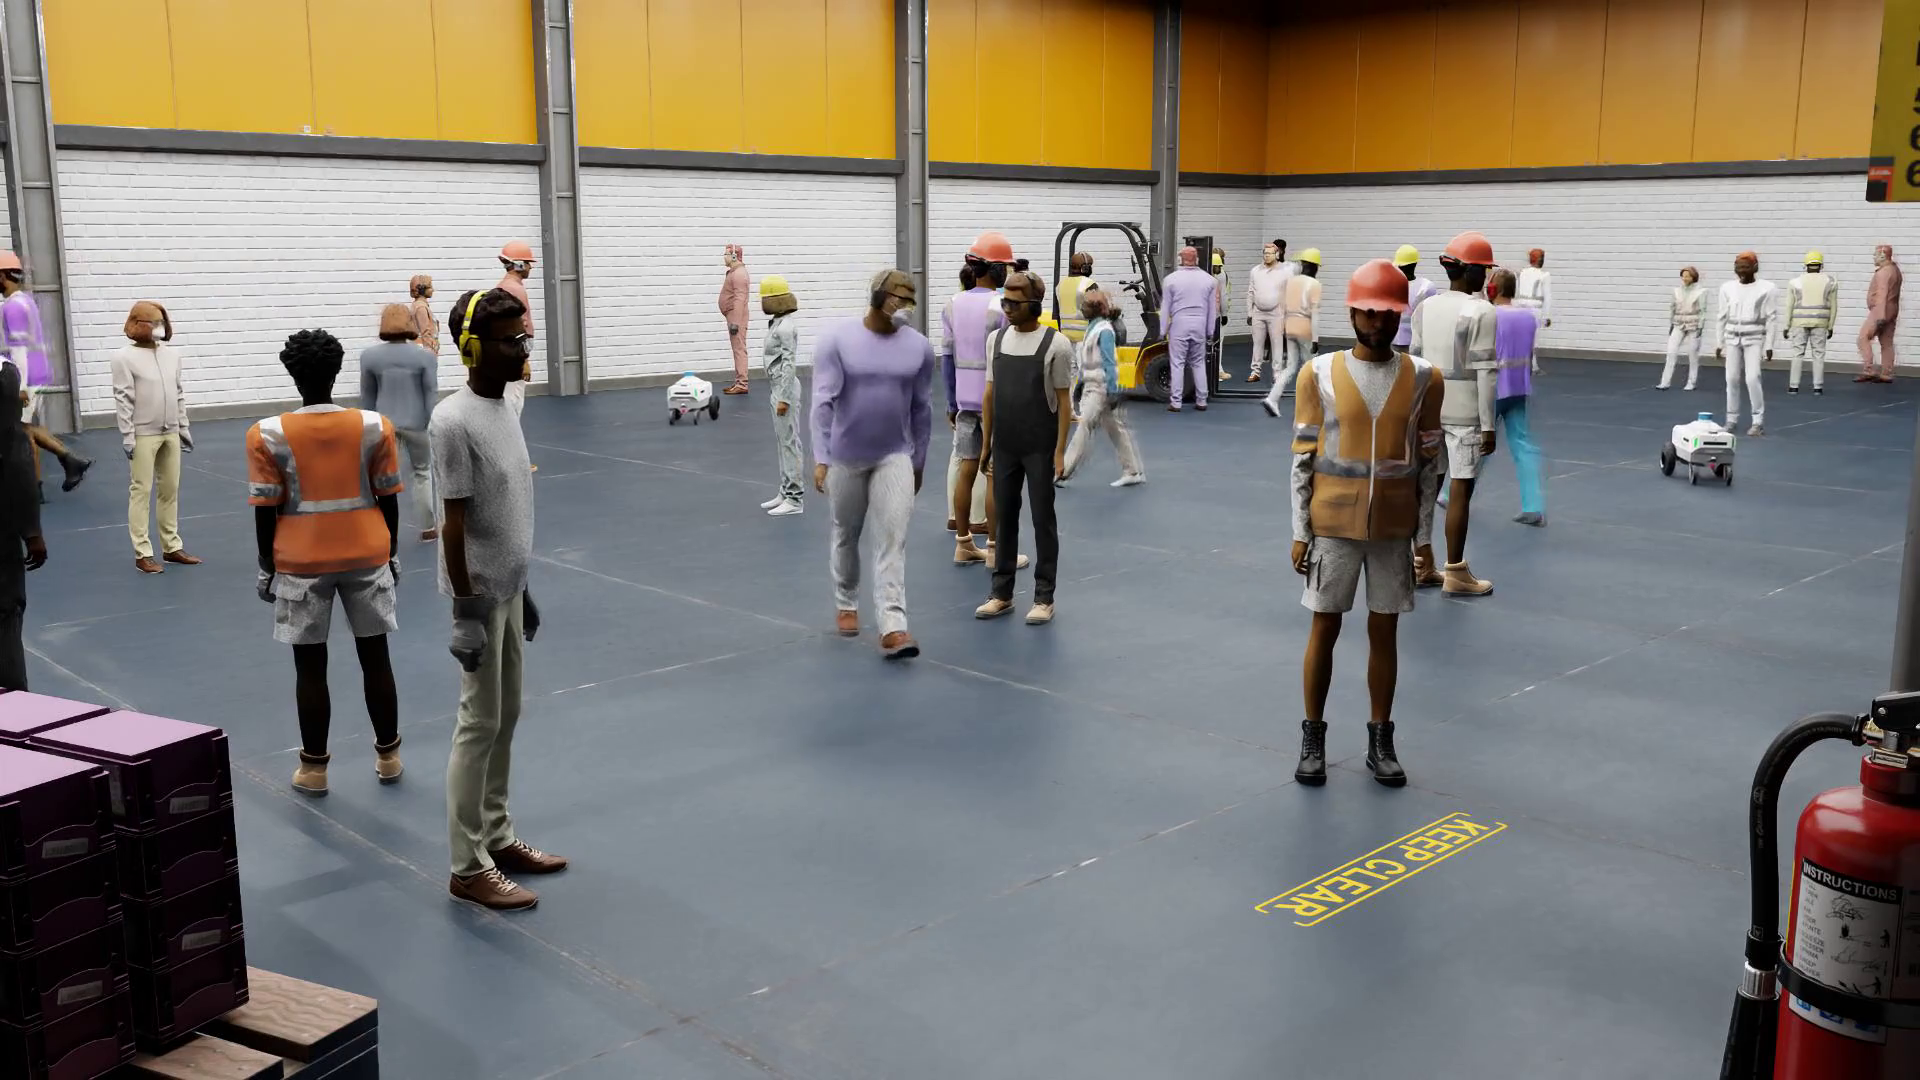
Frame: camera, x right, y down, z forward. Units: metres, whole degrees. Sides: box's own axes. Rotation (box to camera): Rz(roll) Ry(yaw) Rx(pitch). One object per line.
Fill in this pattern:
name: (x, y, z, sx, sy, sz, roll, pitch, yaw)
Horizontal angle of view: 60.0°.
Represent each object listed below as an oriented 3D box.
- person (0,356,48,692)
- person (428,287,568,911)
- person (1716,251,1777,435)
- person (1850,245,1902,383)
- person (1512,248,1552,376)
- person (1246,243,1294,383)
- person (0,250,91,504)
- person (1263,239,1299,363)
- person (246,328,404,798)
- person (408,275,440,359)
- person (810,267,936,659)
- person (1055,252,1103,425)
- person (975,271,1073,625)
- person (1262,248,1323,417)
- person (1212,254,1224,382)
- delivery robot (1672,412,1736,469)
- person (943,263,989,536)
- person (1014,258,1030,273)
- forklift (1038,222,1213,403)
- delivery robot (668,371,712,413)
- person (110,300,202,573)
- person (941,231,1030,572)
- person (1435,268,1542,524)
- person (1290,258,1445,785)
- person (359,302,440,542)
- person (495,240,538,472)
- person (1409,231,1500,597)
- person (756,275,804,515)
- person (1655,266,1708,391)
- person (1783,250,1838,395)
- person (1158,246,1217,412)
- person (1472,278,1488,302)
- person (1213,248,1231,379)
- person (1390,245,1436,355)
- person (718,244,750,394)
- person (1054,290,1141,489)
person: (-3.724, -0.060, 6.221, 0.587, 1.914, 0.392, 1, 10, 5)
person: (-1.416, 0.174, 5.063, 0.309, 1.868, 0.535, 1, 10, 5)
person: (7.992, -1.997, 16.946, 0.405, 1.867, 0.592, -9, 14, -41)
person: (12.572, -3.088, 22.797, 0.659, 1.887, 0.608, -9, 14, -41)
person: (8.102, -3.233, 23.740, 0.949, 1.848, 0.588, -7, 12, -32)
person: (4.237, -3.108, 22.854, 0.638, 1.910, 0.407, 5, 12, 27)
person: (-6.997, -1.217, 12.514, 0.572, 1.915, 0.604, -4, 11, -20)
person: (5.051, -3.788, 26.400, 0.607, 1.966, 0.373, 4, 11, 21)
person: (-2.278, 0.087, 6.021, 0.533, 1.692, 0.319, -6, 12, -31)
person: (-5.258, -1.779, 16.340, 0.308, 1.641, 0.515, -5, 11, -25)
person: (-0.416, -0.381, 8.120, 0.662, 1.869, 1.029, -3, 11, -15)
person: (1.298, -2.148, 17.805, 0.429, 1.844, 0.626, -8, 13, -37)
person: (0.334, -0.477, 8.695, 0.506, 1.840, 0.344, 6, 12, 29)
person: (3.753, -2.305, 18.540, 0.764, 1.897, 0.592, -7, 13, -34)
person: (3.488, -3.079, 23.085, 0.326, 1.767, 0.533, -3, 11, -13)
delivery robot: (6.156, -0.813, 13.774, 0.477, 0.478, 0.707, 2, 11, 9)
person: (0.094, -0.960, 11.291, 0.504, 1.861, 0.320, 10, 14, 43)
person: (0.914, -3.359, 24.839, 0.360, 1.681, 0.539, -6, 12, -31)
forklift: (1.935, -2.847, 20.651, 2.313, 2.155, 1.214, 2, 11, 13)
delivery robot: (-2.925, -1.593, 18.032, 0.477, 0.478, 0.707, 1, 10, 5)
person: (-4.871, -0.627, 10.073, 0.287, 1.634, 0.497, 4, 11, 20)
person: (0.174, -0.831, 10.069, 0.616, 2.041, 0.380, 10, 14, 43)
person: (3.834, -1.031, 11.851, 0.599, 1.790, 1.001, -4, 11, -23)
person: (1.486, -0.053, 6.112, 0.542, 1.939, 0.356, 1, 10, 4)
person: (-3.604, -0.731, 10.730, 0.515, 1.605, 0.761, -1, 10, -5)
person: (-3.812, -1.569, 14.293, 0.441, 1.981, 0.628, -5, 12, -26)
person: (2.806, -0.705, 9.382, 0.391, 2.041, 0.615, -5, 12, -27)
person: (-1.317, -1.052, 12.113, 0.311, 1.736, 0.483, -2, 11, -12)
person: (9.396, -2.729, 21.591, 0.741, 1.608, 0.539, -9, 14, -40)
person: (10.791, -2.753, 21.124, 0.592, 1.833, 0.404, 5, 11, 23)
person: (2.605, -2.419, 19.138, 0.659, 1.898, 0.398, -3, 11, -14)
person: (7.791, -3.483, 25.277, 0.523, 1.772, 0.303, 7, 13, 34)
person: (3.619, -3.207, 23.572, 0.429, 1.847, 0.625, -4, 11, -23)
person: (4.527, -2.029, 16.942, 0.584, 1.918, 0.381, 9, 13, 39)
person: (-2.882, -2.819, 21.282, 0.409, 1.909, 0.642, -1, 10, -8)
person: (1.063, -1.192, 13.269, 0.893, 1.586, 0.538, -1, 10, -6)
